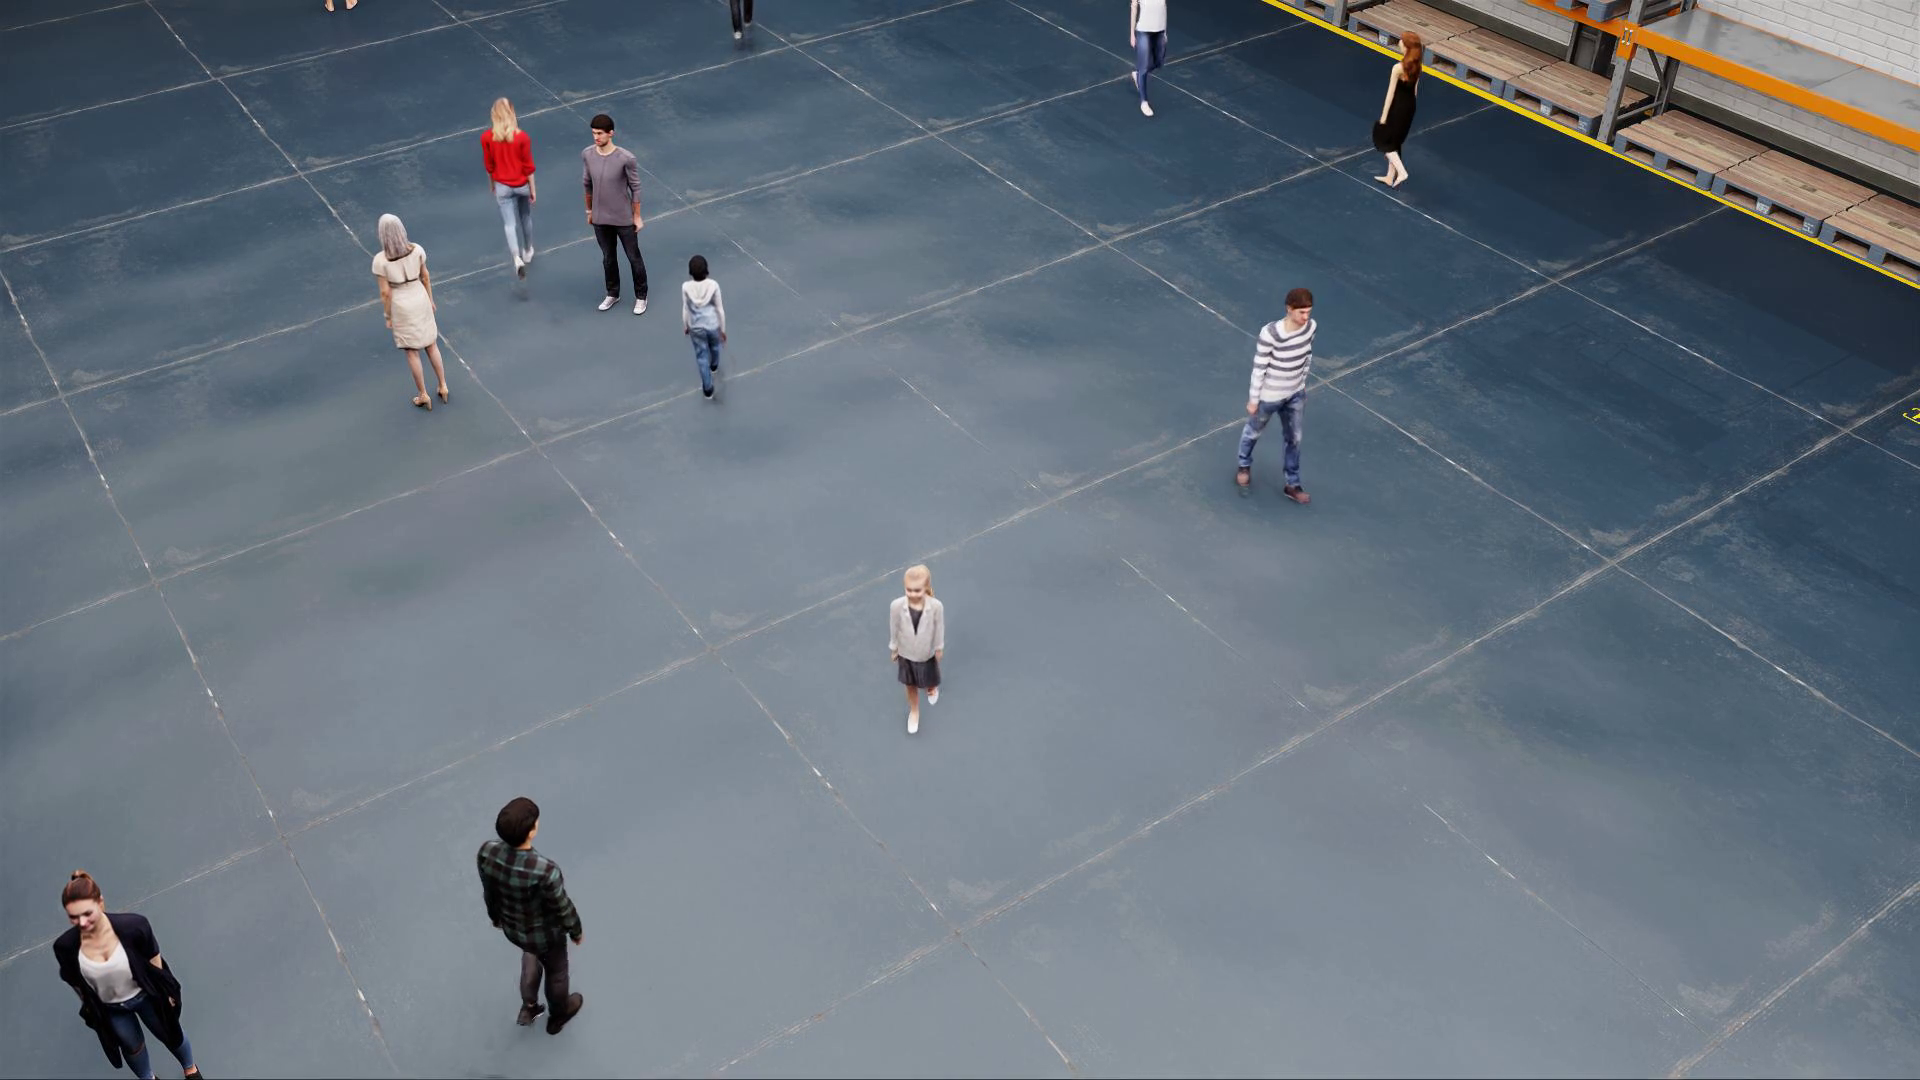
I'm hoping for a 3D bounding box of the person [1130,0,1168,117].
[{"bbox_3d":[2.035,-5.558,18.173,0.693,1.727,0.913,-15,41,-18],"label":"person"}]

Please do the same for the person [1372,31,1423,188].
[{"bbox_3d":[4.456,-4.254,16.631,0.593,1.612,0.734,-24,45,-27],"label":"person"}]

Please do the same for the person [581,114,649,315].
[{"bbox_3d":[-3.059,-2.892,14.733,0.724,1.853,0.799,8,39,10],"label":"person"}]

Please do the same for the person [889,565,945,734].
[{"bbox_3d":[-0.271,0.665,10.750,0.683,1.266,0.747,5,39,6],"label":"person"}]

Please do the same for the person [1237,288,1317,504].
[{"bbox_3d":[2.380,-1.163,12.594,0.821,1.822,1.002,-11,40,-13],"label":"person"}]

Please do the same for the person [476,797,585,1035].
[{"bbox_3d":[-2.289,2.043,8.713,0.787,1.701,0.859,15,41,17],"label":"person"}]

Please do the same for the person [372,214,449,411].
[{"bbox_3d":[-4.461,-1.852,13.524,0.613,1.736,0.559,-28,46,-30],"label":"person"}]

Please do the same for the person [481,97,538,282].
[{"bbox_3d":[-4.107,-3.187,15.238,0.905,1.684,1.128,-5,39,-6],"label":"person"}]

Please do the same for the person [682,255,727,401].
[{"bbox_3d":[-2.126,-1.749,13.805,0.724,1.226,0.926,-6,39,-8],"label":"person"}]

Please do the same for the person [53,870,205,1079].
[{"bbox_3d":[-4.188,2.289,8.382,0.682,1.683,0.643,-13,41,-16],"label":"person"}]
